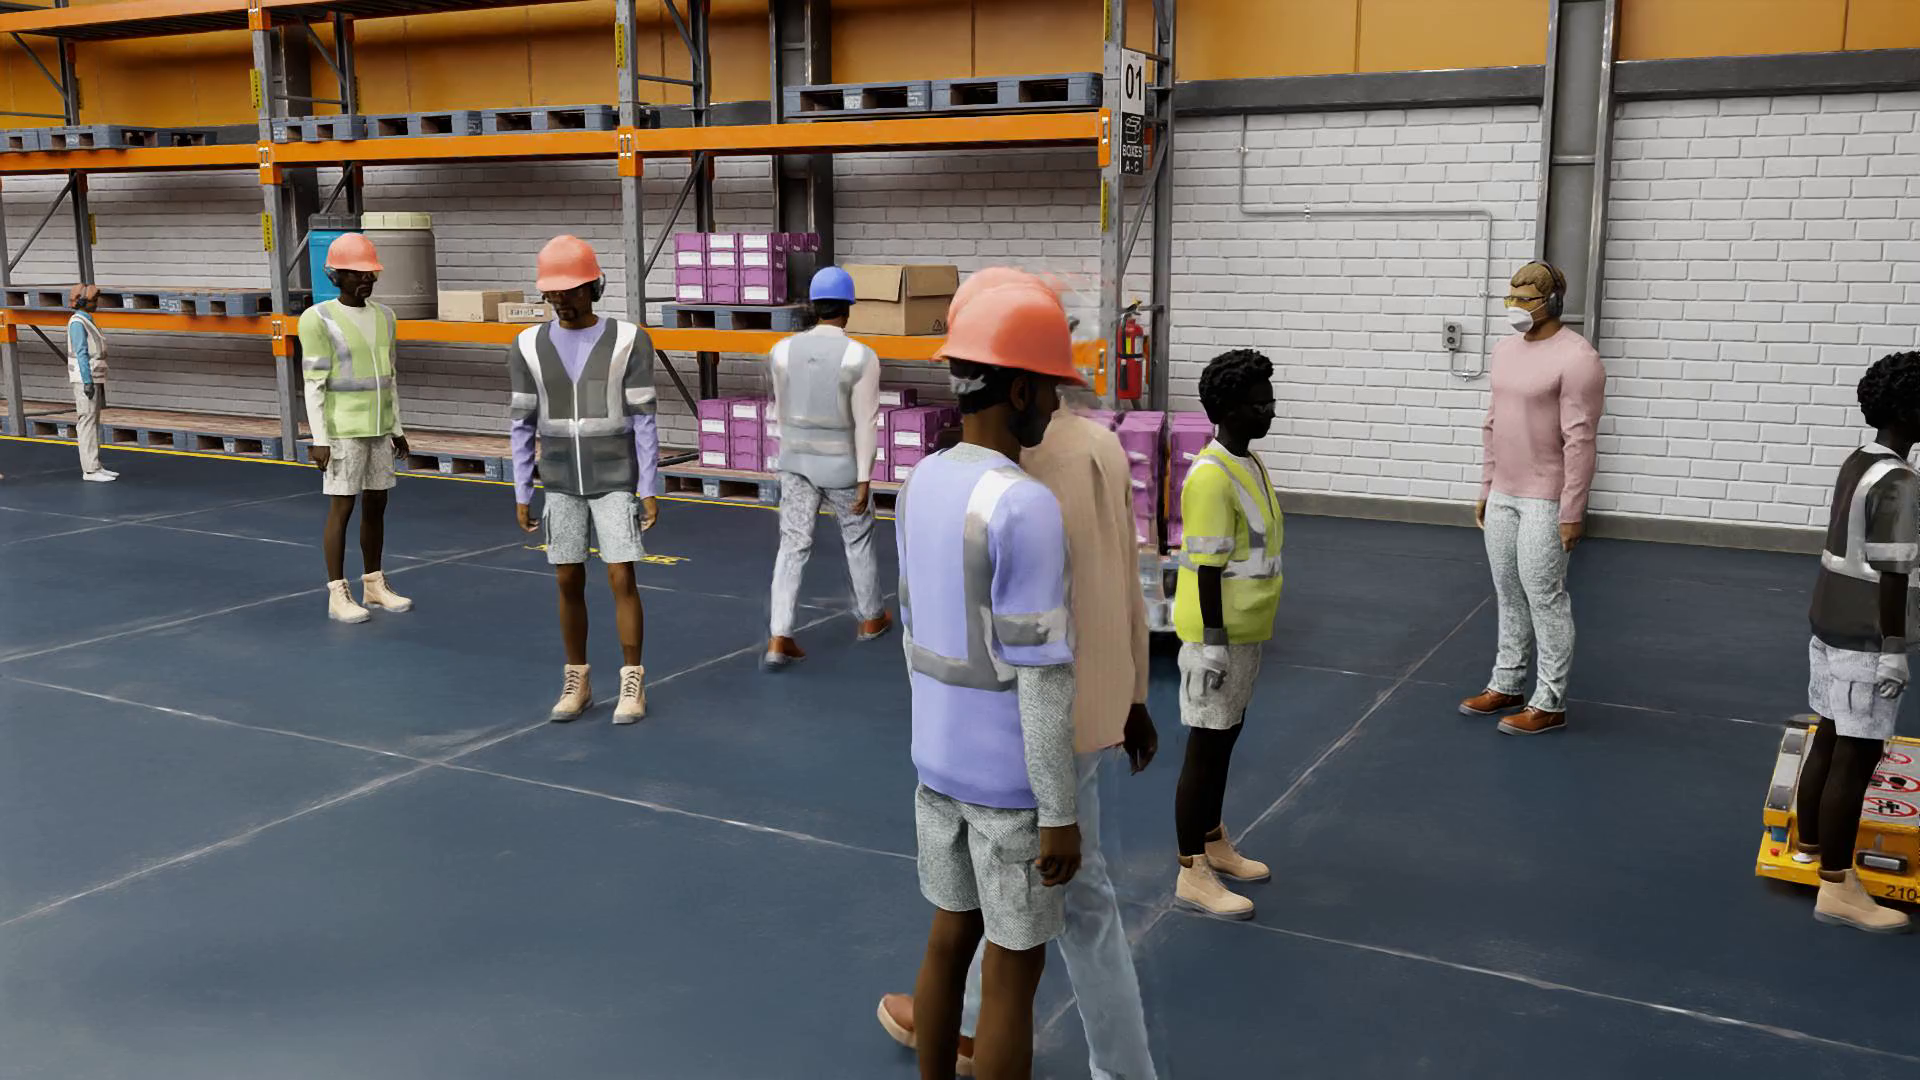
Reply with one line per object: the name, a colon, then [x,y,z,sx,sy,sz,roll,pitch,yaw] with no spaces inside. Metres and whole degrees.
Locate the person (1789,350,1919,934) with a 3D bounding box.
person: [2.696,0.290,4.925,0.320,1.695,0.537,3,11,16]

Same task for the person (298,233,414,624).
person: [-3.161,-0.590,8.802,0.391,2.040,0.615,5,12,26]

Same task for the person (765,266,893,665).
person: [-0.653,-0.367,8.027,0.596,1.888,1.050,3,11,18]

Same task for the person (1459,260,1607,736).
person: [2.347,-0.168,6.809,0.361,1.932,0.630,-3,11,-16]

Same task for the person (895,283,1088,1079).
person: [0.086,0.453,3.387,0.364,1.933,0.543,-6,12,-29]

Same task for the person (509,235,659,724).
person: [-1.560,-0.235,6.910,0.619,2.028,0.409,0,10,2]

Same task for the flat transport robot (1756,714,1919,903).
flat transport robot: [3.105,0.880,5.601,0.652,0.197,1.431,6,12,29]

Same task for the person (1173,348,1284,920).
person: [0.811,0.273,5.021,0.315,1.695,0.541,4,11,21]

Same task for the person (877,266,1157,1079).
person: [0.083,0.383,3.713,0.931,1.946,0.641,5,12,27]

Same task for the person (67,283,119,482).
person: [-7.234,-1.303,13.821,0.308,1.639,0.510,-4,11,-20]
